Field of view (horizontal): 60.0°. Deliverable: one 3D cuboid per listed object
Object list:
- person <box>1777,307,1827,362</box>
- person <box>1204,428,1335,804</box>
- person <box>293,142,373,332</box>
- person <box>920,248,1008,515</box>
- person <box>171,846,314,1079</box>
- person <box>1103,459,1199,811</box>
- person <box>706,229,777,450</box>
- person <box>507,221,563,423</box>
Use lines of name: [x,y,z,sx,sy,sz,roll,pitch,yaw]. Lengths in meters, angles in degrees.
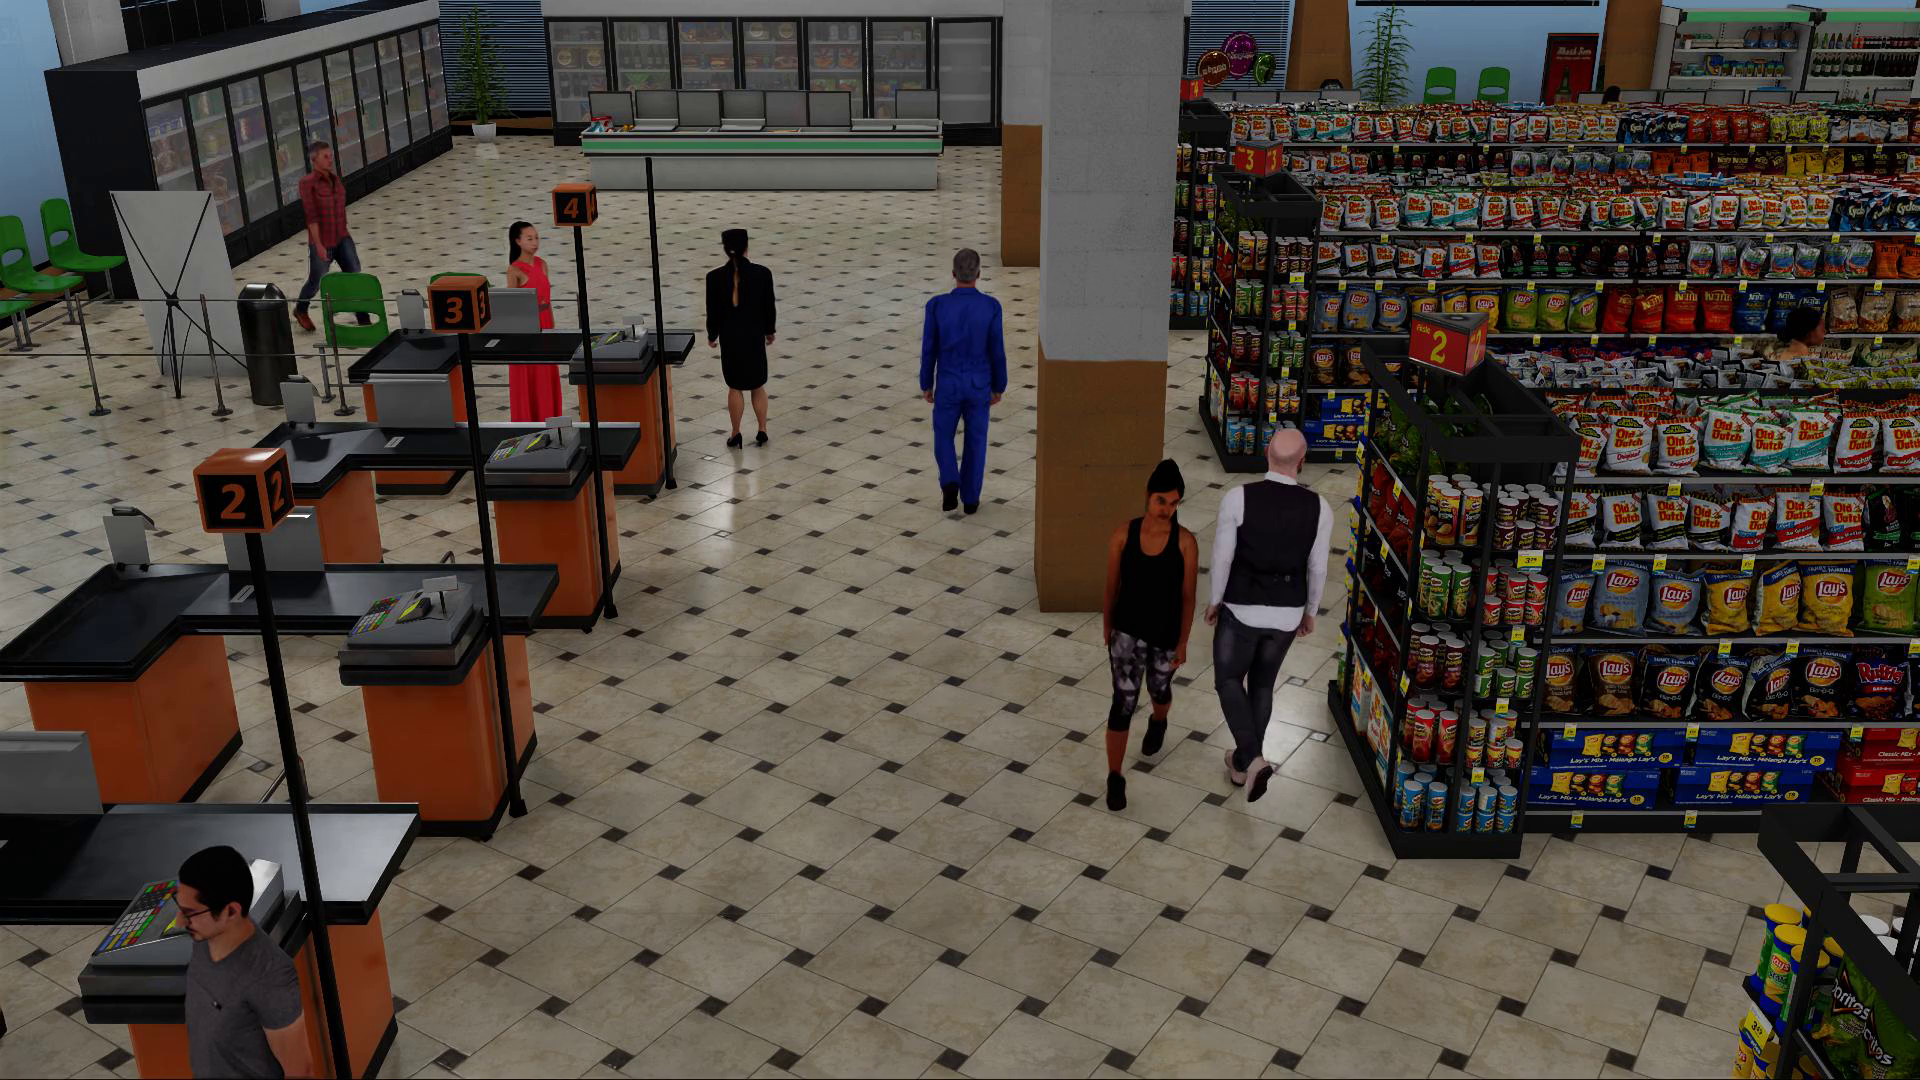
person: [5.073,-0.642,10.475,1.111,1.612,0.788,6,23,15]
person: [1.395,0.398,7.639,0.906,1.797,0.797,-2,22,-4]
person: [-5.984,-2.790,15.583,1.311,1.790,1.079,12,25,27]
person: [0.019,-1.000,11.099,0.770,1.812,0.810,1,22,2]
person: [-1.960,1.608,4.684,0.686,1.754,0.768,17,27,35]
person: [0.921,0.398,7.855,0.995,1.636,0.732,4,22,11]
person: [-1.644,-1.504,12.545,0.670,1.669,0.824,-6,23,-15]
person: [-3.231,-1.555,12.595,0.729,1.725,0.712,12,25,27]
